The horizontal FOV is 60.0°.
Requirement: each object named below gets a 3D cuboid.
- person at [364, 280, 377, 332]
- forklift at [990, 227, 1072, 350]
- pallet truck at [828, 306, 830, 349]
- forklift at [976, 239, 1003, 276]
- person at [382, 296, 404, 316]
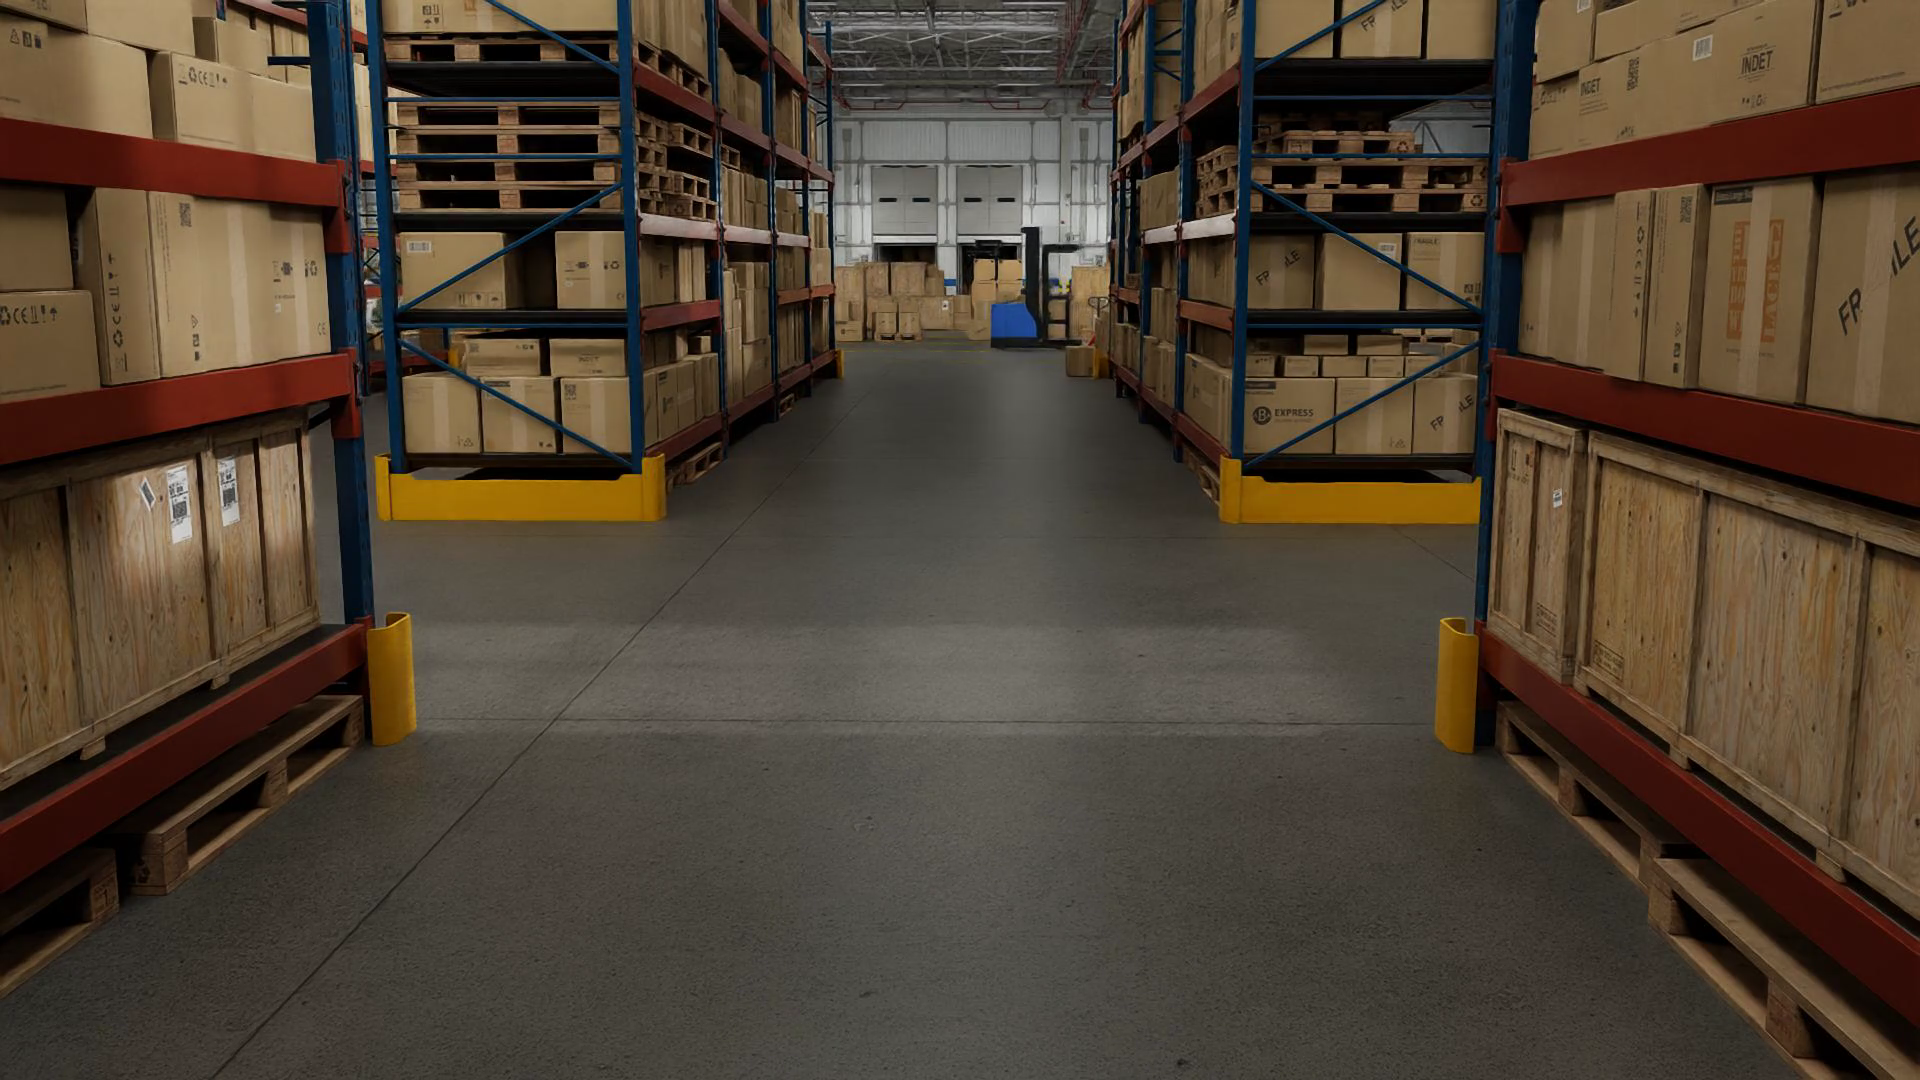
[{"bbox_3d":[-14.497,-5.662,40.520,0.618,1.863,0.419,5,11,28],"label":"person"},{"bbox_3d":[1.637,-5.791,38.250,1.873,2.768,1.129,0,9,1],"label":"forklift"},{"bbox_3d":[-3.100,-3.940,29.800,1.885,1.965,0.823,3,10,19],"label":"pallet truck"},{"bbox_3d":[1.042,-9.229,58.844,1.129,2.768,1.873,4,10,20],"label":"forklift"},{"bbox_3d":[-13.682,-5.473,40.106,0.528,1.622,0.436,2,10,14],"label":"person"}]
